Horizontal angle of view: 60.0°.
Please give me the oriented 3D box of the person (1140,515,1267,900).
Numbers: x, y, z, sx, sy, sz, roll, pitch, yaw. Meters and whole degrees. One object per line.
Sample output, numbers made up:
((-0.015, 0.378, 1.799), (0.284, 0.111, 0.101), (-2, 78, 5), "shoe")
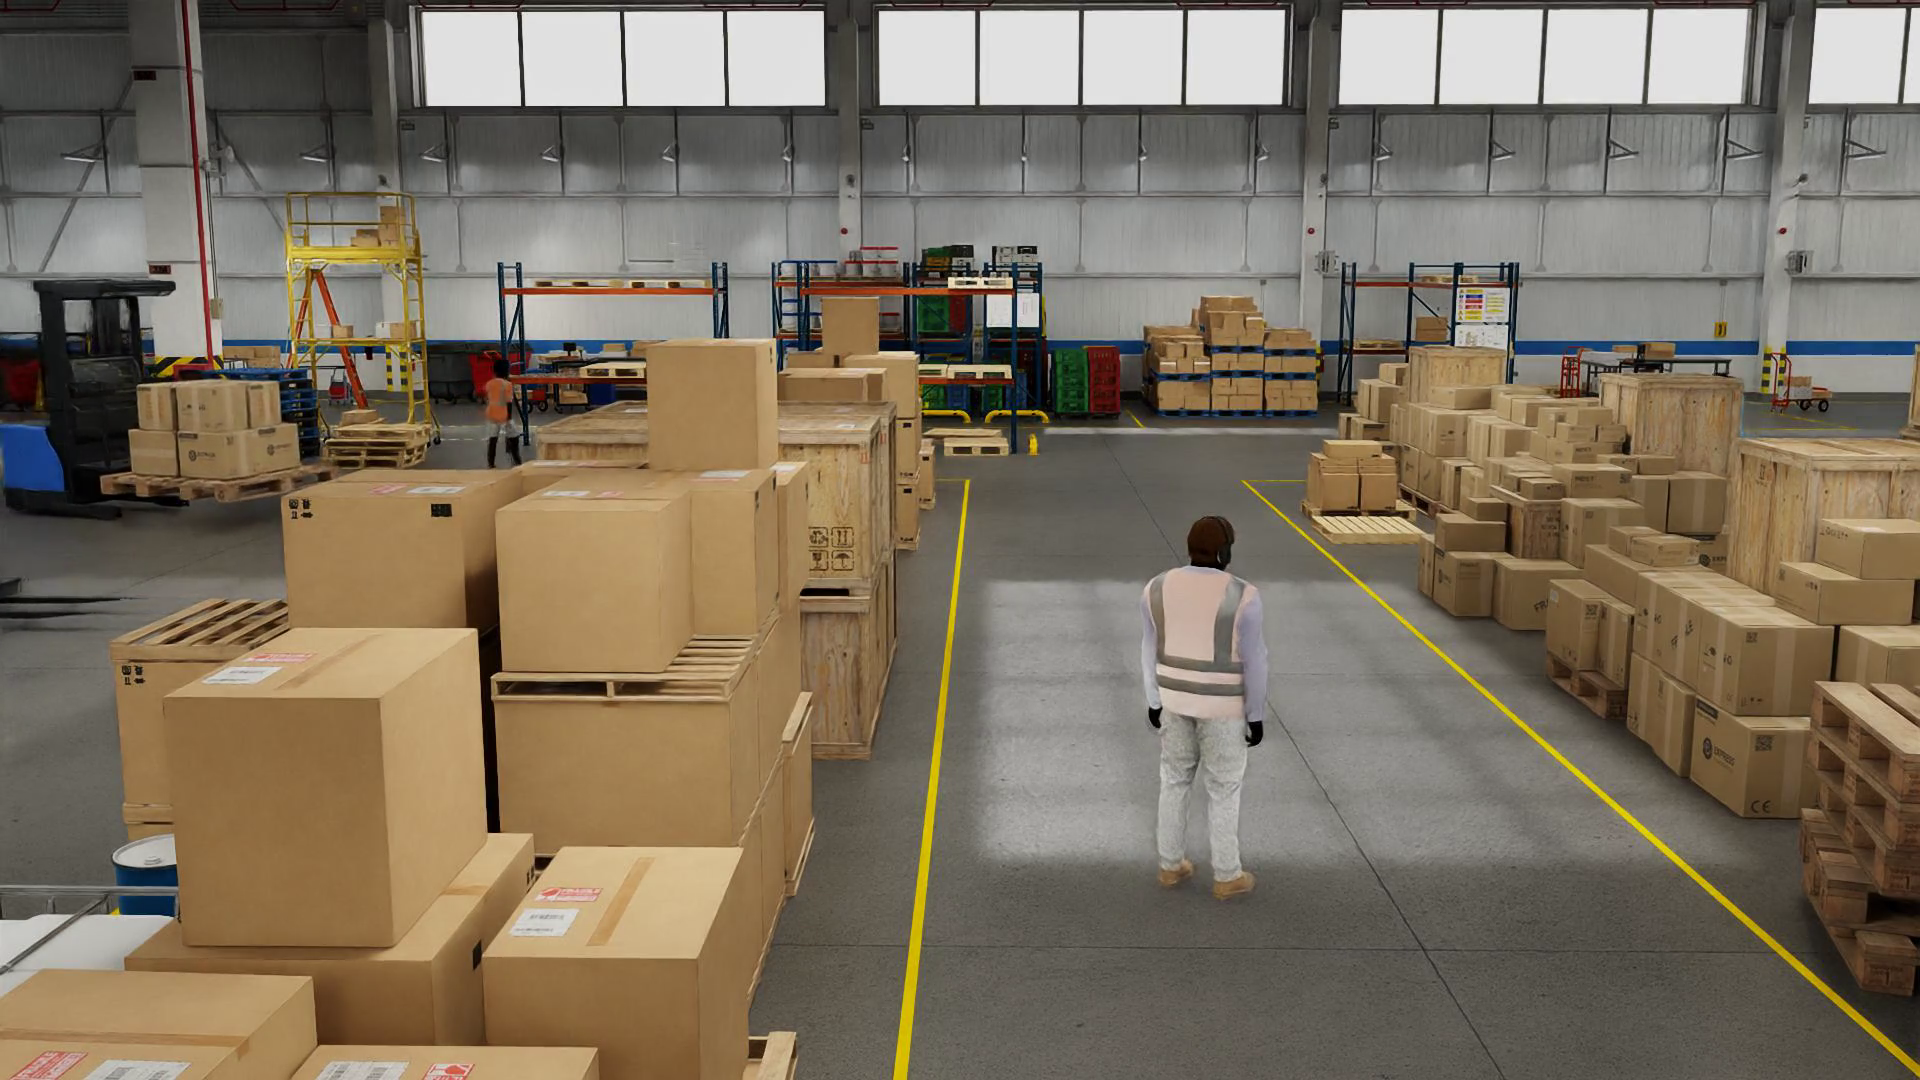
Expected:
((1.180, 0.795, 7.983), (0.634, 1.839, 0.429), (6, 11, 34), "person")

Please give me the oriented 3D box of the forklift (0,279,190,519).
((-10.568, -1.747, 20.099), (1.873, 2.768, 1.129), (4, 10, 22), "forklift")

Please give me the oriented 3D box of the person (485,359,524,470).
((-6.442, -1.729, 23.597), (0.545, 1.661, 0.785), (5, 11, 27), "person")

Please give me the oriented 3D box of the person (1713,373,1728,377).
((9.545, -1.289, 21.009), (0.545, 1.643, 0.914), (-2, 10, -13), "person")
